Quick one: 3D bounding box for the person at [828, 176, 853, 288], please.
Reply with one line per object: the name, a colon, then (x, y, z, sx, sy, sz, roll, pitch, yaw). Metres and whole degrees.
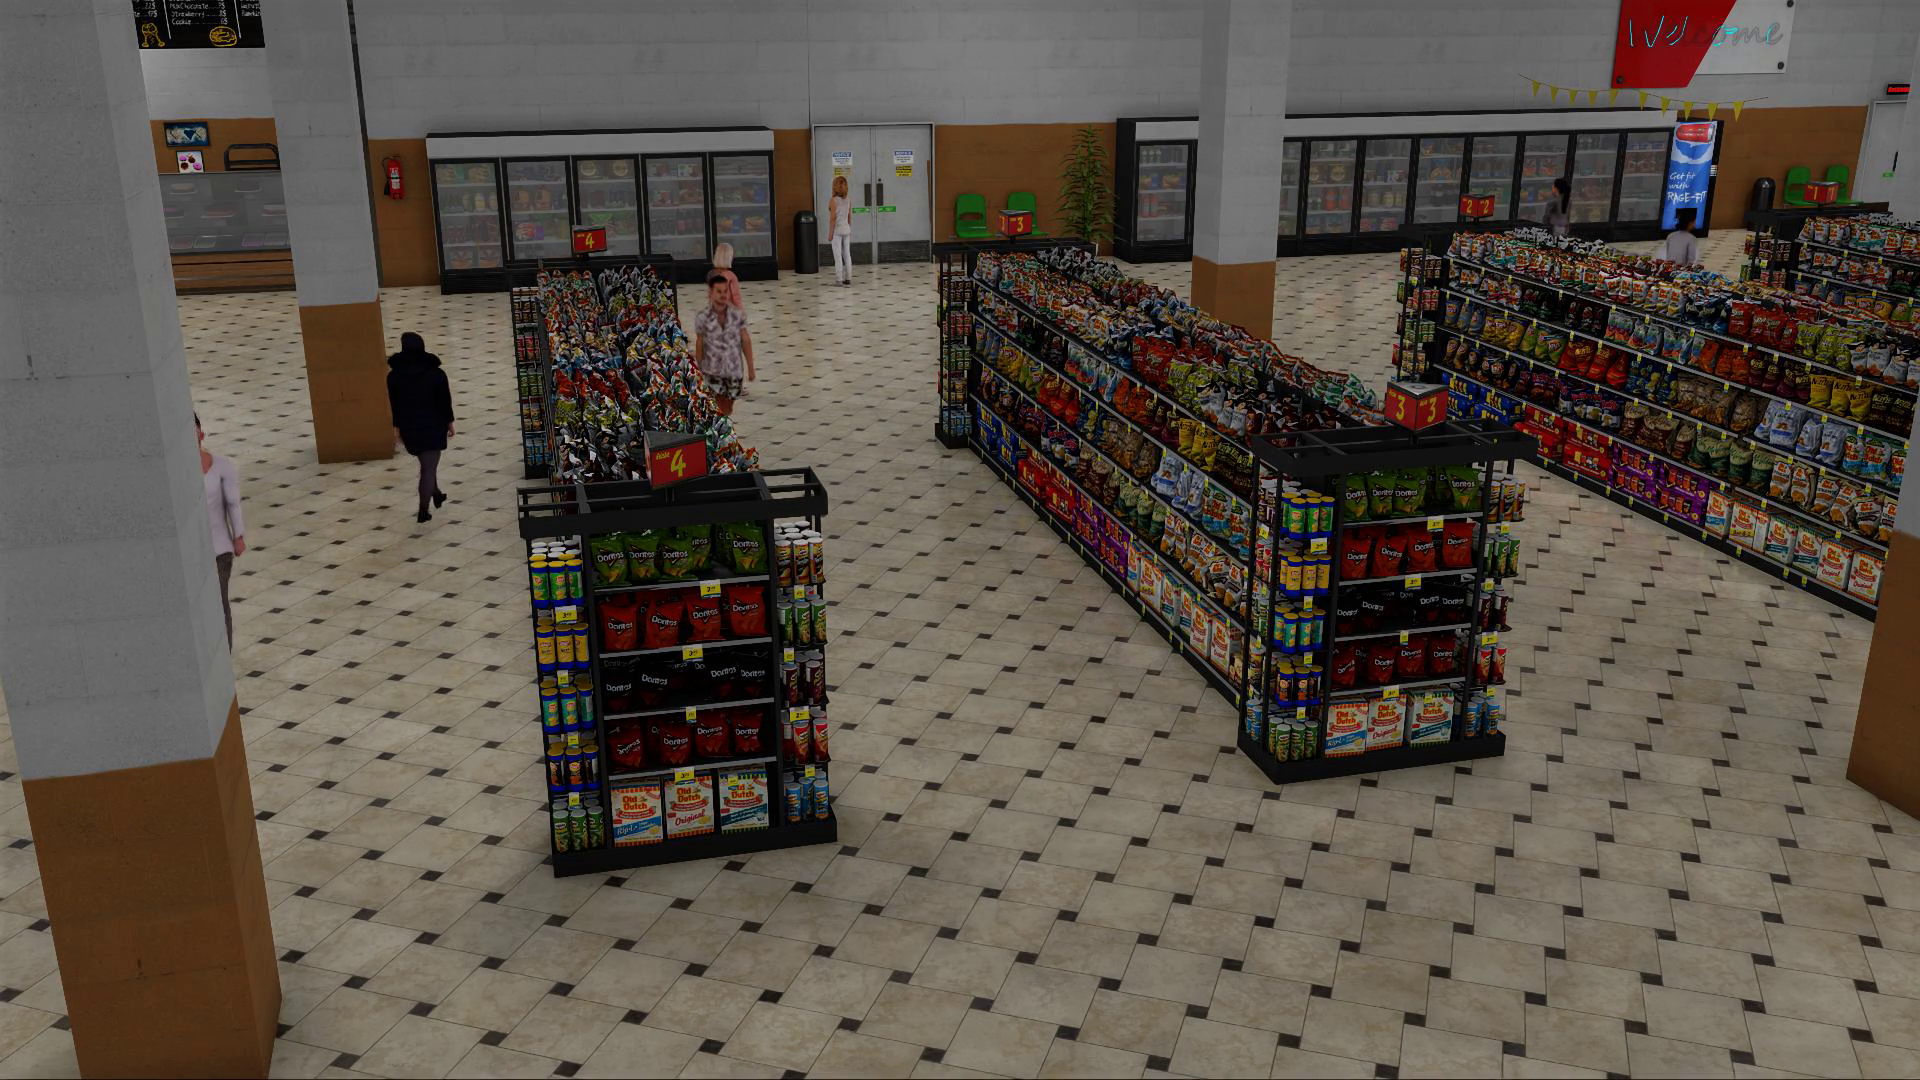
person: (-1.832, -4.738, 25.509, 0.705, 1.670, 0.681, 16, 24, 39)

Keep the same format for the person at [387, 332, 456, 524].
person: (-4.620, -0.931, 14.276, 0.866, 1.635, 1.146, 0, 19, 0)

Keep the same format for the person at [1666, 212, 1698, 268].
person: (9.060, -3.302, 21.167, 0.764, 1.724, 0.656, -10, 21, -27)

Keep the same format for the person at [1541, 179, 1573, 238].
person: (8.999, -4.564, 25.044, 0.779, 1.638, 1.074, -9, 21, -26)

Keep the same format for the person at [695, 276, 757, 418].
person: (-2.356, -1.706, 16.340, 0.827, 1.783, 1.236, -8, 20, -23)

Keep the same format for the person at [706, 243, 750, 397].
person: (-2.645, -2.477, 18.722, 0.670, 1.722, 0.731, 11, 21, 29)
